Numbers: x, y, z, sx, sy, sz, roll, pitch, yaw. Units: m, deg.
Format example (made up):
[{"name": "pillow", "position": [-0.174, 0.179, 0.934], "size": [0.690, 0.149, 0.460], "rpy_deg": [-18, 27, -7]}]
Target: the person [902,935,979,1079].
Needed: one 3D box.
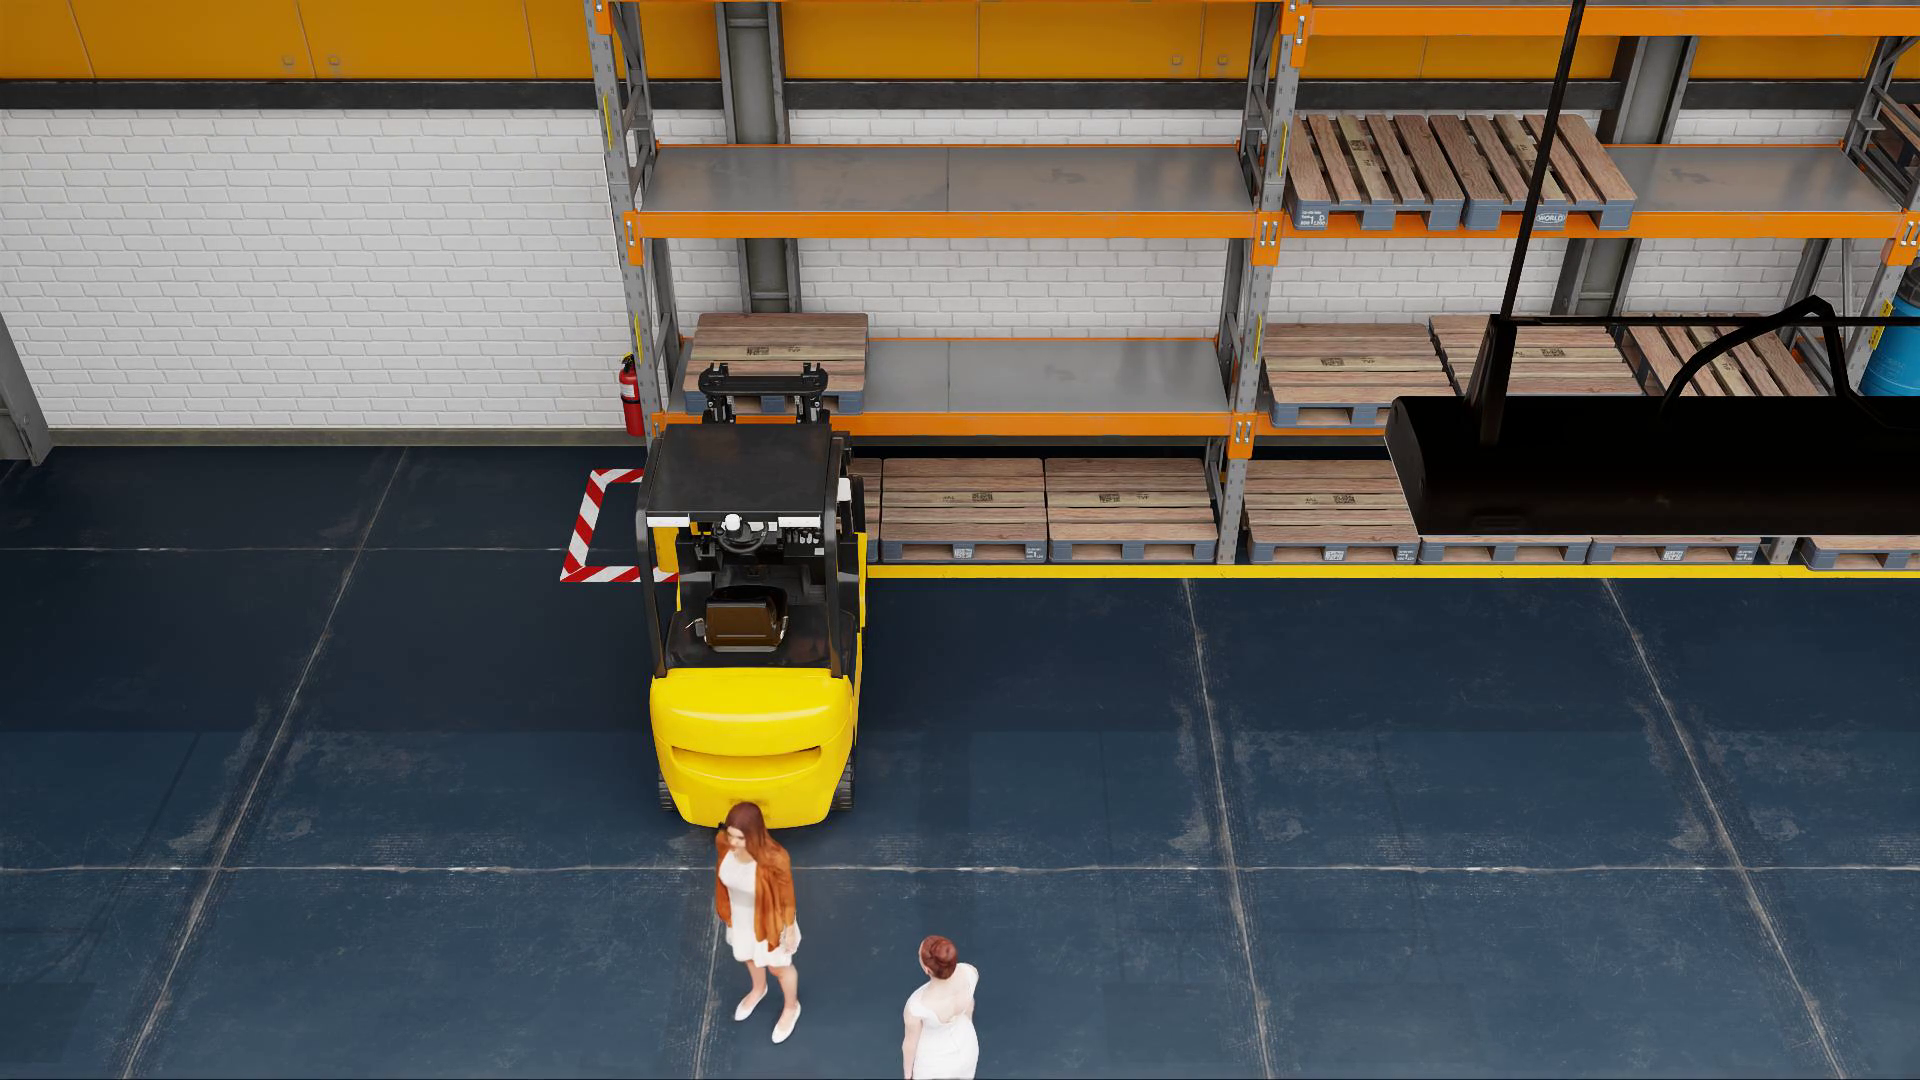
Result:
[{"name": "person", "position": [-0.068, 2.428, 7.760], "size": [0.596, 1.793, 0.686], "rpy_deg": [-24, 44, -27]}]

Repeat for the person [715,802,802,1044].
[{"name": "person", "position": [-1.019, 1.900, 8.484], "size": [0.654, 1.714, 0.761], "rpy_deg": [19, 42, 22]}]
